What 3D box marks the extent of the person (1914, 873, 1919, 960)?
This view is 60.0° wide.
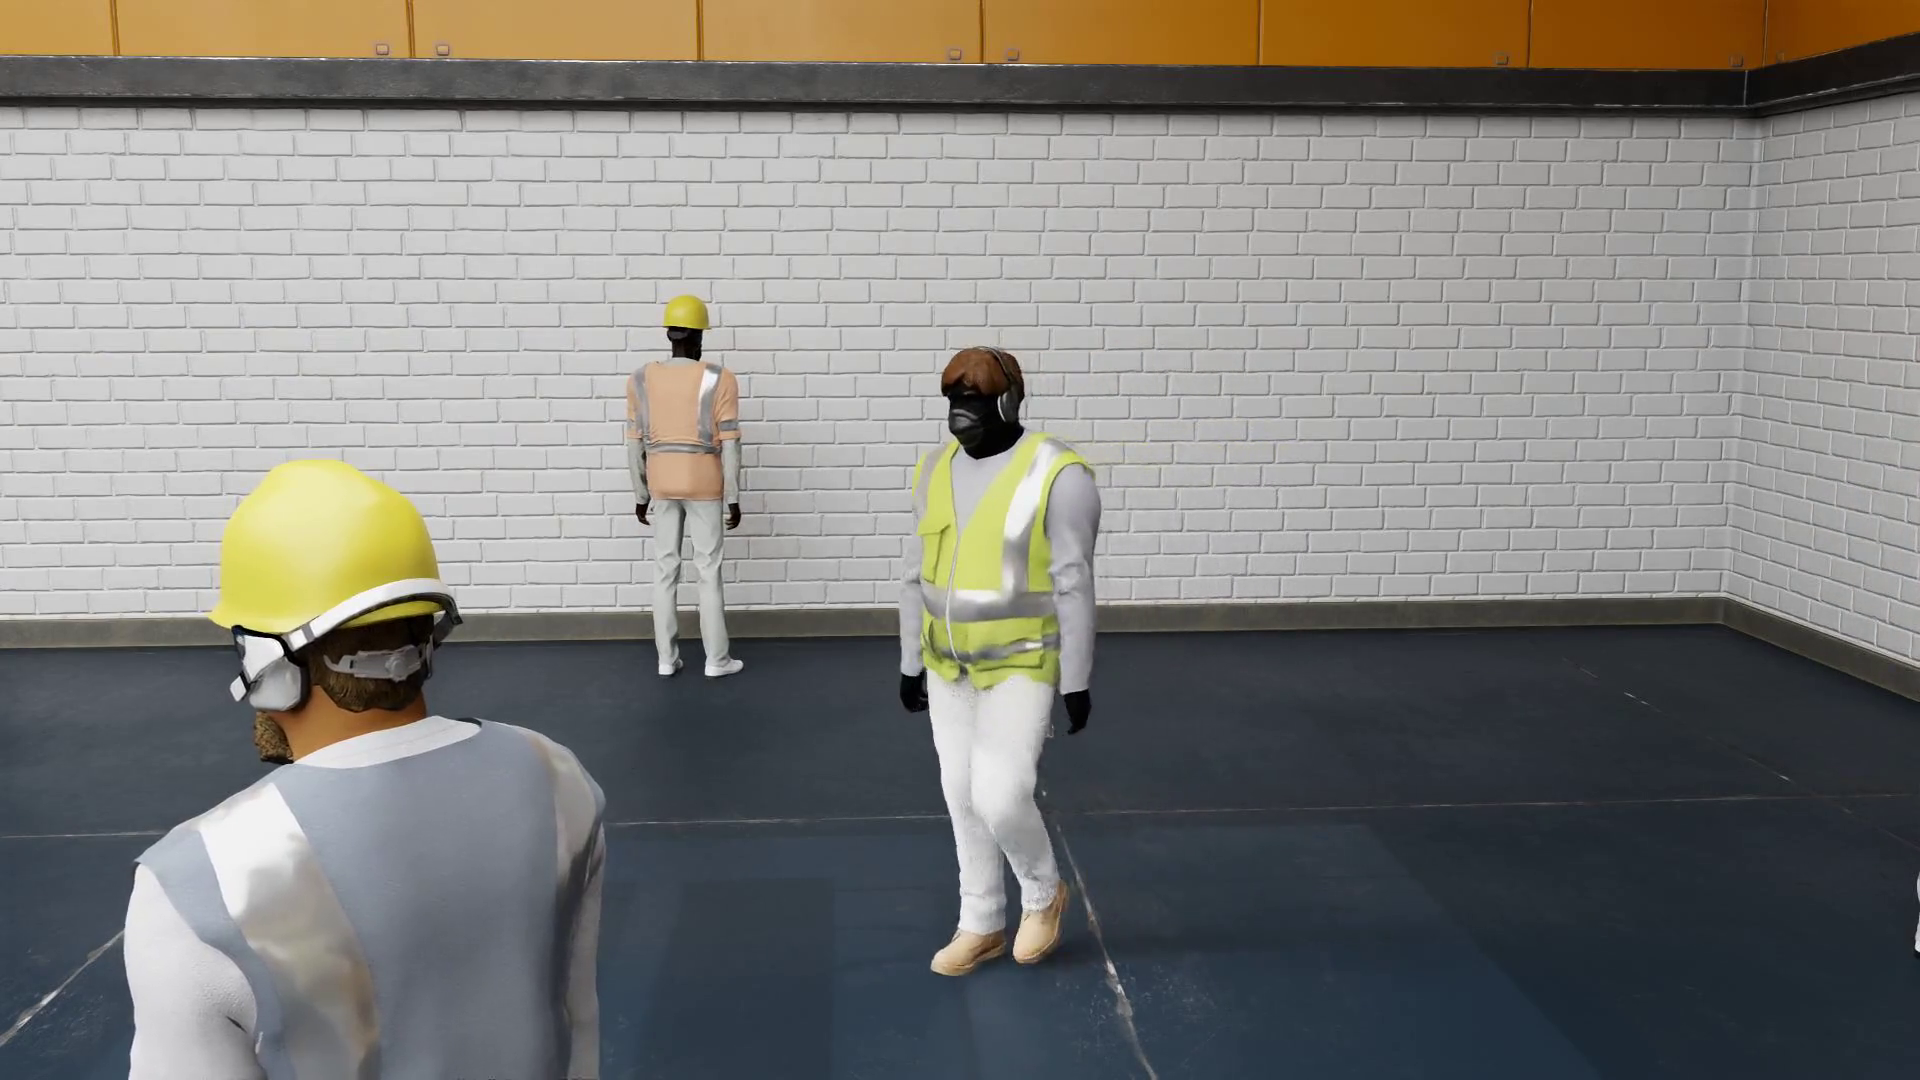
[{"bbox_3d":[3.024,0.334,4.683,0.403,1.906,0.652,-2,9,-10],"label":"person"}]

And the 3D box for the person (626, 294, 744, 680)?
[{"bbox_3d":[-1.369,-0.259,8.342,0.589,1.927,0.388,2,9,12],"label":"person"}]

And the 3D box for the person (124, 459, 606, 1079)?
[{"bbox_3d":[-0.656,0.820,1.893,0.403,1.826,0.591,5,11,31],"label":"person"}]

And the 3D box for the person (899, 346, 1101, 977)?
[{"bbox_3d":[0.083,0.361,4.760,0.648,1.823,0.453,8,12,40],"label":"person"}]
